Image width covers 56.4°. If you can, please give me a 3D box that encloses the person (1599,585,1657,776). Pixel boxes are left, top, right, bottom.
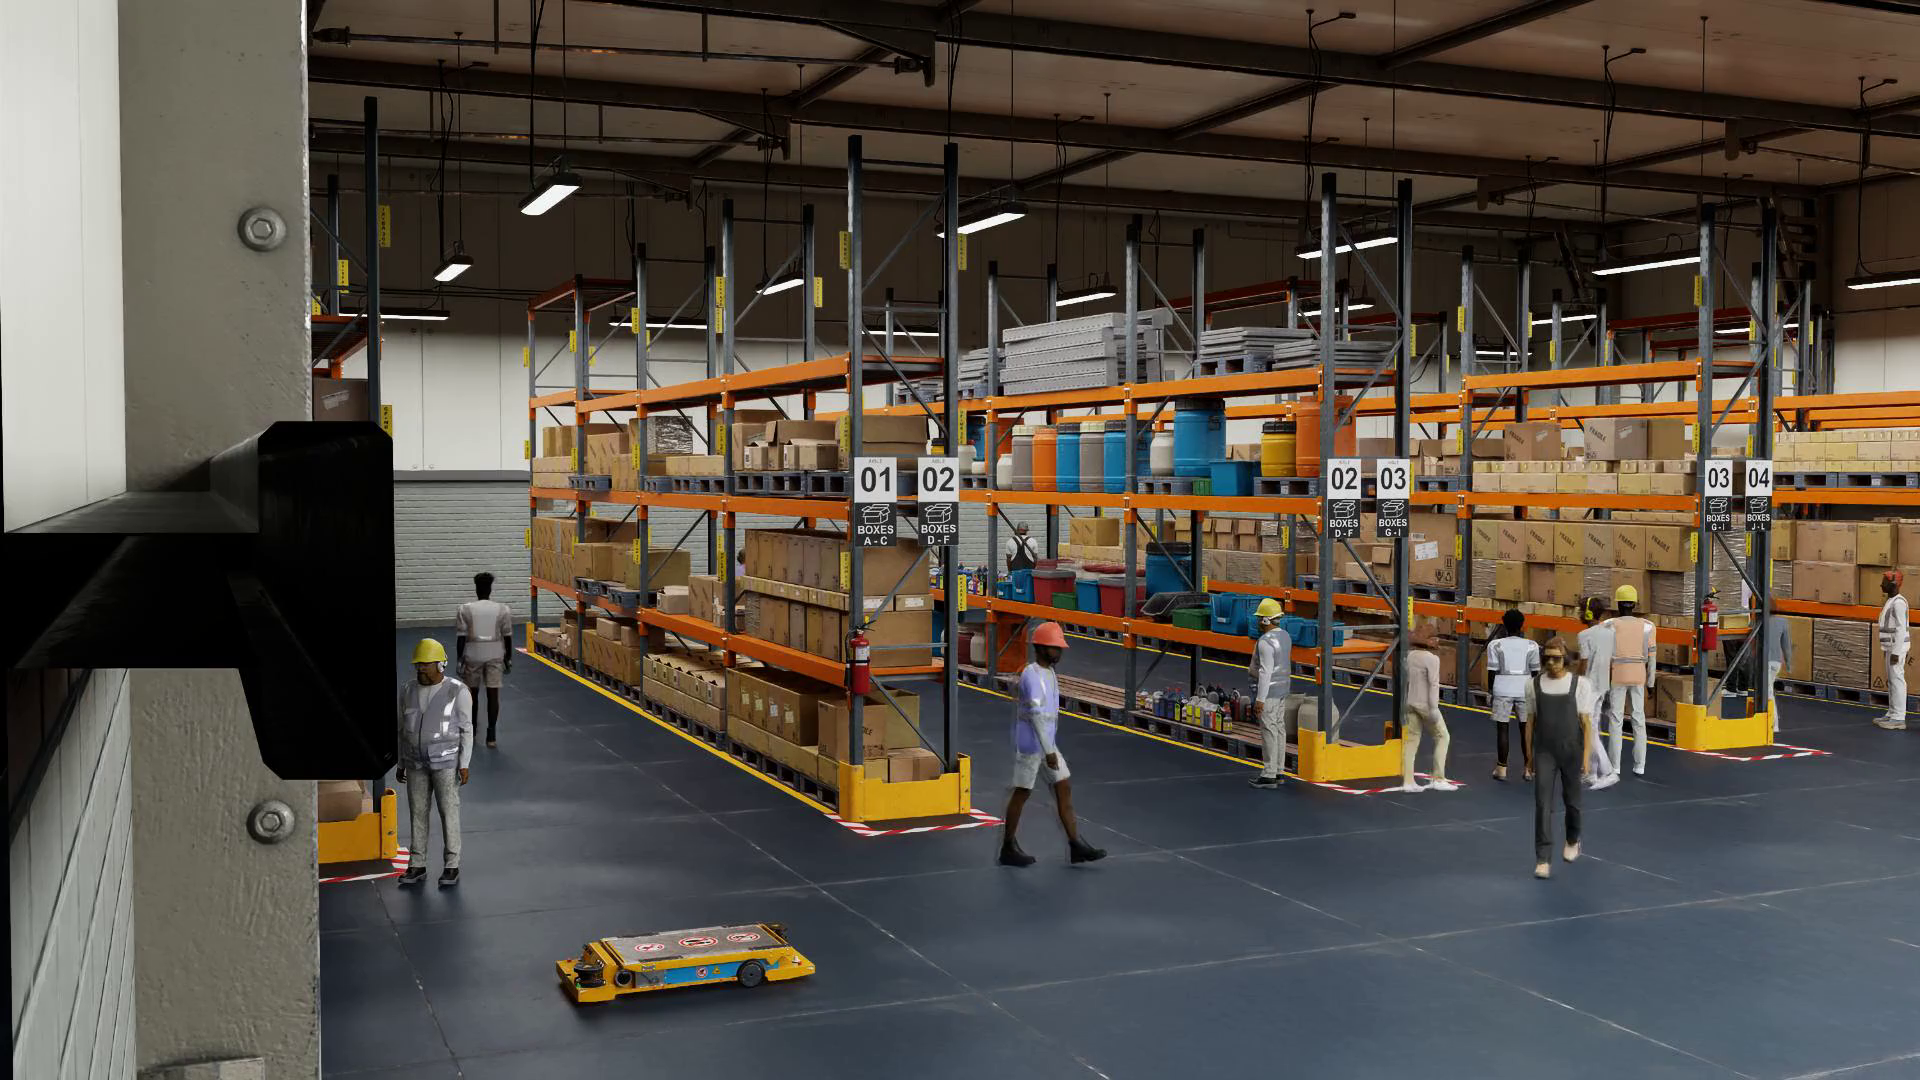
[{"bbox_3d":[6.713,1.415,18.080,0.594,1.926,0.366,0,2,2],"label":"person"}]

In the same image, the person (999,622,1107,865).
[{"bbox_3d":[0.719,1.594,13.897,0.943,1.895,0.554,1,2,28],"label":"person"}]

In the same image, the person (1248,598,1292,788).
[{"bbox_3d":[3.012,1.485,17.475,0.404,1.833,0.590,1,3,29],"label":"person"}]

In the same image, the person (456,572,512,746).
[{"bbox_3d":[-5.397,1.332,20.295,0.636,1.923,0.922,-1,2,-19],"label":"person"}]

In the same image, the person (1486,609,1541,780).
[{"bbox_3d":[5.510,1.537,17.860,0.540,1.695,0.317,0,2,3],"label":"person"}]

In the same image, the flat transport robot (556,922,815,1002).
[{"bbox_3d":[-1.658,2.531,10.816,1.431,0.197,0.652,-1,2,-23],"label":"flat transport robot"}]

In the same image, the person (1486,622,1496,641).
[{"bbox_3d":[8.414,1.073,27.901,0.594,1.856,0.745,-1,3,-32],"label":"person"}]

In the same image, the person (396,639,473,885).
[{"bbox_3d":[-3.935,1.644,13.339,0.599,1.830,0.404,0,2,10],"label":"person"}]

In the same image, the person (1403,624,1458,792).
[{"bbox_3d":[4.499,1.605,17.126,0.625,1.611,0.520,-1,2,-21],"label":"person"}]

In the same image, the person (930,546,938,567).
[{"bbox_3d":[-0.467,0.680,38.513,0.404,1.828,0.602,0,2,2],"label":"person"}]

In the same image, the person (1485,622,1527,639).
[{"bbox_3d":[8.120,1.103,26.514,0.635,1.939,0.546,2,3,37],"label":"person"}]

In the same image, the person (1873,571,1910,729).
[{"bbox_3d":[11.171,1.309,21.446,0.356,1.883,0.573,1,2,20],"label":"person"}]

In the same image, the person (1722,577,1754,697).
[{"bbox_3d":[10.558,1.180,24.416,0.588,1.914,0.392,-1,2,-27],"label":"person"}]

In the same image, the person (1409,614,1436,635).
[{"bbox_3d":[8.020,0.902,30.932,0.662,1.961,0.855,-1,2,-21],"label":"person"}]

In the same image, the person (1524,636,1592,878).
[{"bbox_3d":[4.615,1.639,13.806,0.515,1.816,0.868,1,2,25],"label":"person"}]

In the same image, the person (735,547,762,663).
[{"bbox_3d":[-3.248,1.073,27.102,0.631,1.928,0.468,-1,3,-31],"label":"person"}]

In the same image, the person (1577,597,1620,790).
[{"bbox_3d":[6.189,1.483,17.464,0.588,1.852,0.666,-2,3,-36],"label":"person"}]

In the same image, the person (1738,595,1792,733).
[{"bbox_3d":[9.502,1.455,21.222,0.524,1.601,0.745,0,2,-13],"label":"person"}]

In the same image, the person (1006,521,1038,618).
[{"bbox_3d":[1.320,0.633,37.592,0.672,2.000,0.536,0,2,11],"label":"person"}]
